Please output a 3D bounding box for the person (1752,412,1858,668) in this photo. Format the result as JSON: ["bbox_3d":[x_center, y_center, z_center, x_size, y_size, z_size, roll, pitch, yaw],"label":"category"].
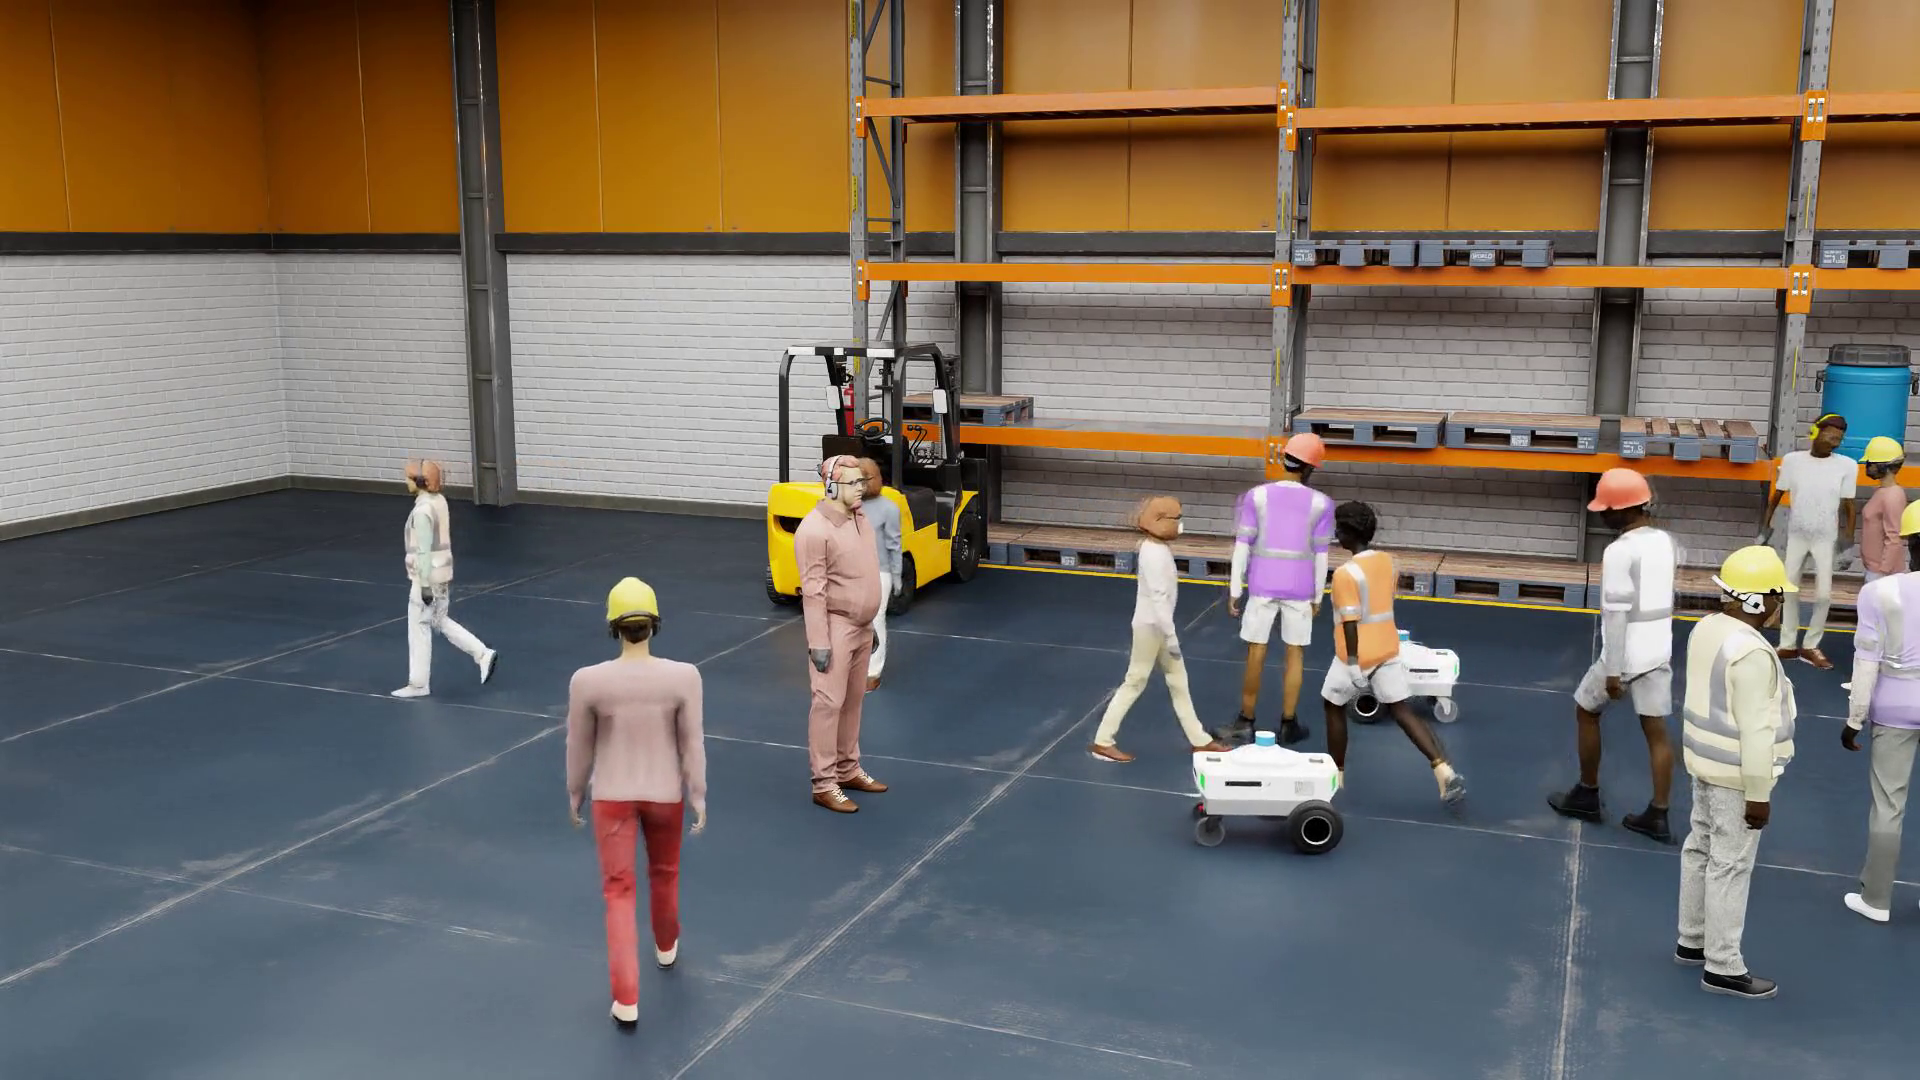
[{"bbox_3d":[6.024,0.003,11.870,0.666,1.848,0.366,8,13,38],"label":"person"}]

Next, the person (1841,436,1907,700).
[{"bbox_3d":[6.060,0.196,11.000,0.323,1.764,0.533,4,11,21],"label":"person"}]

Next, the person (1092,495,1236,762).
[{"bbox_3d":[1.170,0.523,9.657,0.828,1.586,0.506,3,11,14],"label":"person"}]

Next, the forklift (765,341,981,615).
[{"bbox_3d":[-0.739,-0.602,14.246,1.214,2.155,2.313,4,11,21],"label":"forklift"}]

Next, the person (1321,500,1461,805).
[{"bbox_3d":[2.287,0.625,8.958,0.541,1.665,0.854,-8,13,-38],"label":"person"}]

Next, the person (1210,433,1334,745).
[{"bbox_3d":[1.875,0.302,10.071,0.719,1.900,0.402,2,10,10],"label":"person"}]

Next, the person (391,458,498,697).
[{"bbox_3d":[-3.476,0.251,11.074,0.615,1.621,0.522,0,10,0],"label":"person"}]

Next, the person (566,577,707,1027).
[{"bbox_3d":[-1.292,0.999,6.646,0.542,1.725,0.824,-2,10,-13],"label":"person"}]

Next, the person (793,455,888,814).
[{"bbox_3d":[-0.618,0.490,8.966,0.409,1.909,0.642,4,11,23],"label":"person"}]

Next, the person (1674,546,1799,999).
[{"bbox_3d":[3.151,0.924,6.751,0.404,1.832,0.599,0,10,3],"label":"person"}]

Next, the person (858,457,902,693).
[{"bbox_3d":[-0.607,0.216,11.302,0.537,1.608,0.497,4,11,21],"label":"person"}]

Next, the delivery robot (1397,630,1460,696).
[{"bbox_3d":[2.813,0.819,10.635,0.707,0.478,0.477,1,10,5],"label":"delivery robot"}]

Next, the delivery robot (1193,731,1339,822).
[{"bbox_3d":[1.540,1.214,8.435,0.707,0.478,0.477,1,10,3],"label":"delivery robot"}]

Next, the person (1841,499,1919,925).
[{"bbox_3d":[4.237,0.768,7.378,0.586,1.919,0.379,2,10,10],"label":"person"}]

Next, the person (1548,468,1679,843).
[{"bbox_3d":[3.392,0.560,8.570,0.594,1.897,0.790,-5,11,-26],"label":"person"}]
